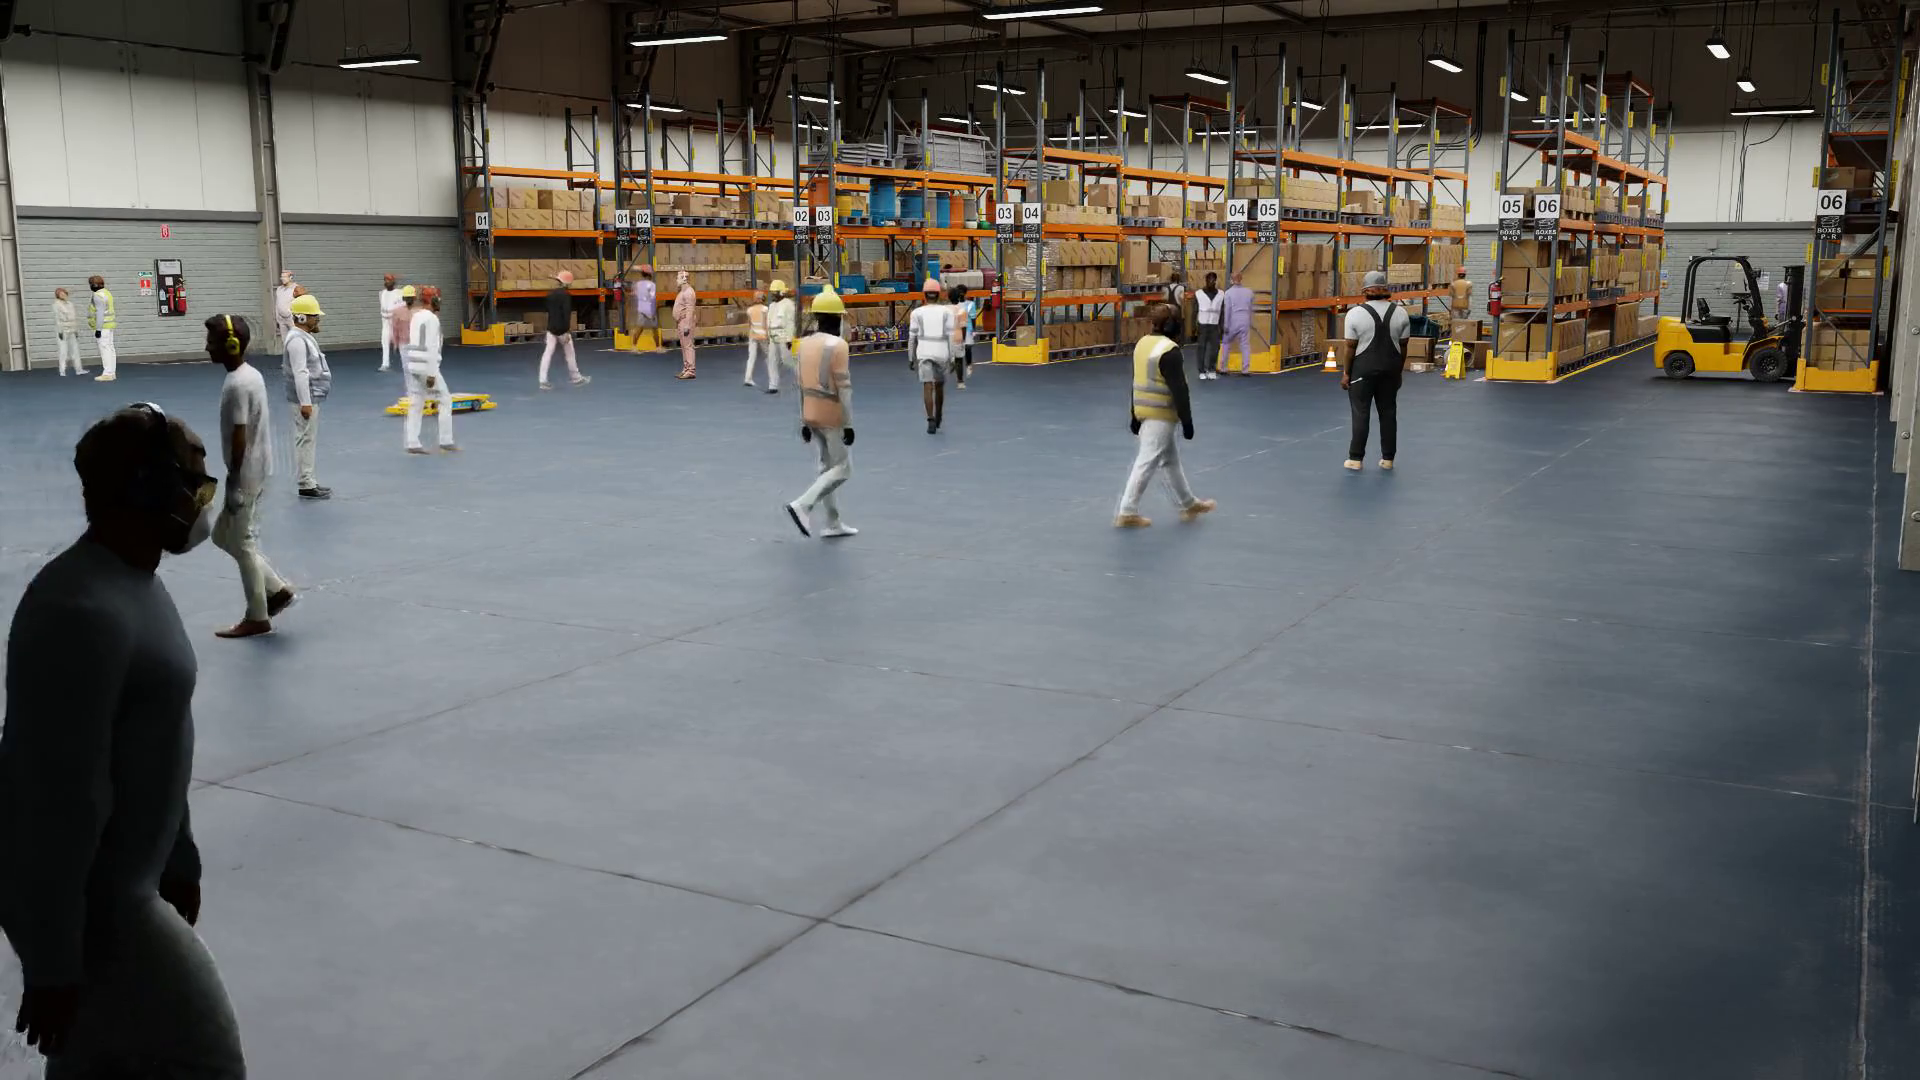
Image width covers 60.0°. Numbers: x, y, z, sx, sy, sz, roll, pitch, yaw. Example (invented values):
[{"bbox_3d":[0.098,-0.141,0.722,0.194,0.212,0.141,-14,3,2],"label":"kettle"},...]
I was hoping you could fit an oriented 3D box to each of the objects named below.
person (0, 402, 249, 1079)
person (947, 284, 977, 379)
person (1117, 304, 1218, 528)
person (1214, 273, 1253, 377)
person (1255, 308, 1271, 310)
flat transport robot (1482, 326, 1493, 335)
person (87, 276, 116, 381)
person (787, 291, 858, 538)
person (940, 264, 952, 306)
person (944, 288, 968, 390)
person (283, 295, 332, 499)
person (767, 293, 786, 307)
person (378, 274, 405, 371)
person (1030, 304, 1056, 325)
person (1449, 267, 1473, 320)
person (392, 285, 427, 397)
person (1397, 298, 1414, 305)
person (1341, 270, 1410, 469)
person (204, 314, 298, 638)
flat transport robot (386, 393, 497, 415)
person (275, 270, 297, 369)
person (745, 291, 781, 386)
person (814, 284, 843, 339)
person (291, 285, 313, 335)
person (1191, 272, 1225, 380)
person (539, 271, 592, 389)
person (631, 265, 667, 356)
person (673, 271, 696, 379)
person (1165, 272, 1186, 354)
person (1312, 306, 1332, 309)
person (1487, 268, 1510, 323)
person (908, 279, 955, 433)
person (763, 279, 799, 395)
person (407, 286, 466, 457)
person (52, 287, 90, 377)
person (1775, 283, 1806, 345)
[{"bbox_3d":[-1.564,0.695,3.185,0.731,1.897,0.659,-4,11,-24],"label":"person"},{"bbox_3d":[0.016,-3.691,29.493,0.548,1.684,0.395,1,10,7],"label":"person"},{"bbox_3d":[1.671,-0.999,13.420,0.974,1.786,0.654,-3,10,-16],"label":"person"},{"bbox_3d":[4.991,-3.914,30.281,0.665,1.863,0.955,-4,10,-22],"label":"person"},{"bbox_3d":[7.113,-5.354,38.247,0.617,2.022,0.623,6,12,33],"label":"person"},{"bbox_3d":[14.530,-5.773,45.814,0.652,0.197,1.431,2,10,11],"label":"flat transport robot"},{"bbox_3d":[-15.053,-3.710,29.167,0.430,1.837,0.621,-2,10,-12],"label":"person"},{"bbox_3d":[-1.051,-0.939,12.700,0.616,1.914,0.600,-7,12,-37],"label":"person"},{"bbox_3d":[-0.330,-7.174,49.073,0.644,1.953,0.407,6,11,31],"label":"person"},{"bbox_3d":[-0.143,-3.240,26.886,0.537,1.670,0.719,4,10,20],"label":"person"},{"bbox_3d":[-5.870,-1.286,14.987,0.404,1.827,0.600,-3,10,-18],"label":"person"},{"bbox_3d":[-4.278,-5.195,38.581,0.514,1.599,0.834,4,10,20],"label":"person"},{"bbox_3d":[-10.799,-4.166,31.807,0.585,1.852,0.926,3,10,18],"label":"person"},{"bbox_3d":[1.879,-5.211,37.682,0.625,1.931,0.368,0,10,-2],"label":"person"},{"bbox_3d":[12.148,-5.665,40.362,0.547,1.913,0.656,4,10,20],"label":"person"},{"bbox_3d":[-8.179,-2.924,24.815,0.536,1.756,0.513,-2,10,-13],"label":"person"},{"bbox_3d":[12.316,-6.489,46.081,0.328,1.631,0.545,-9,13,-42],"label":"person"},{"bbox_3d":[4.209,-1.740,17.027,0.677,2.000,0.536,-1,10,-8],"label":"person"},{"bbox_3d":[-4.124,-0.357,9.476,0.387,1.854,0.559,-3,10,-18],"label":"person"},{"bbox_3d":[-7.213,-1.908,23.185,0.652,0.197,1.431,5,11,29],"label":"flat transport robot"},{"bbox_3d":[-12.933,-4.243,32.076,0.641,1.908,0.407,3,10,17],"label":"person"},{"bbox_3d":[-3.376,-3.392,28.026,0.523,1.588,0.899,5,11,25],"label":"person"},{"bbox_3d":[-2.251,-3.529,28.493,0.496,1.701,0.883,0,10,-1],"label":"person"},{"bbox_3d":[-12.419,-3.993,31.439,0.279,1.626,0.512,5,11,25],"label":"person"},{"bbox_3d":[4.383,-3.758,29.274,0.633,1.888,0.668,-2,10,-10],"label":"person"},{"bbox_3d":[-6.557,-3.441,27.318,0.742,1.926,1.036,8,12,38],"label":"person"},{"bbox_3d":[-6.871,-5.023,36.406,0.622,1.995,1.034,6,11,32],"label":"person"},{"bbox_3d":[-4.907,-3.823,29.616,0.410,1.909,0.643,-3,10,-19],"label":"person"},{"bbox_3d":[4.805,-5.003,36.741,0.541,1.828,0.632,8,12,38],"label":"person"},{"bbox_3d":[8.697,-5.562,39.752,0.548,1.919,0.505,5,11,27],"label":"person"},{"bbox_3d":[13.067,-5.655,40.357,0.556,1.901,0.589,5,11,25],"label":"person"},{"bbox_3d":[-0.356,-2.296,20.727,0.573,1.881,0.994,0,10,-2],"label":"person"},{"bbox_3d":[-2.771,-3.204,26.269,0.711,1.817,0.594,-9,13,-42],"label":"person"},{"bbox_3d":[-5.769,-1.843,18.182,0.751,1.847,0.584,-9,13,-44],"label":"person"},{"bbox_3d":[-16.205,-3.787,30.254,0.315,1.613,0.730,1,10,6],"label":"person"},{"bbox_3d":[18.415,-5.073,36.903,0.588,1.918,0.397,5,11,28],"label":"person"}]
